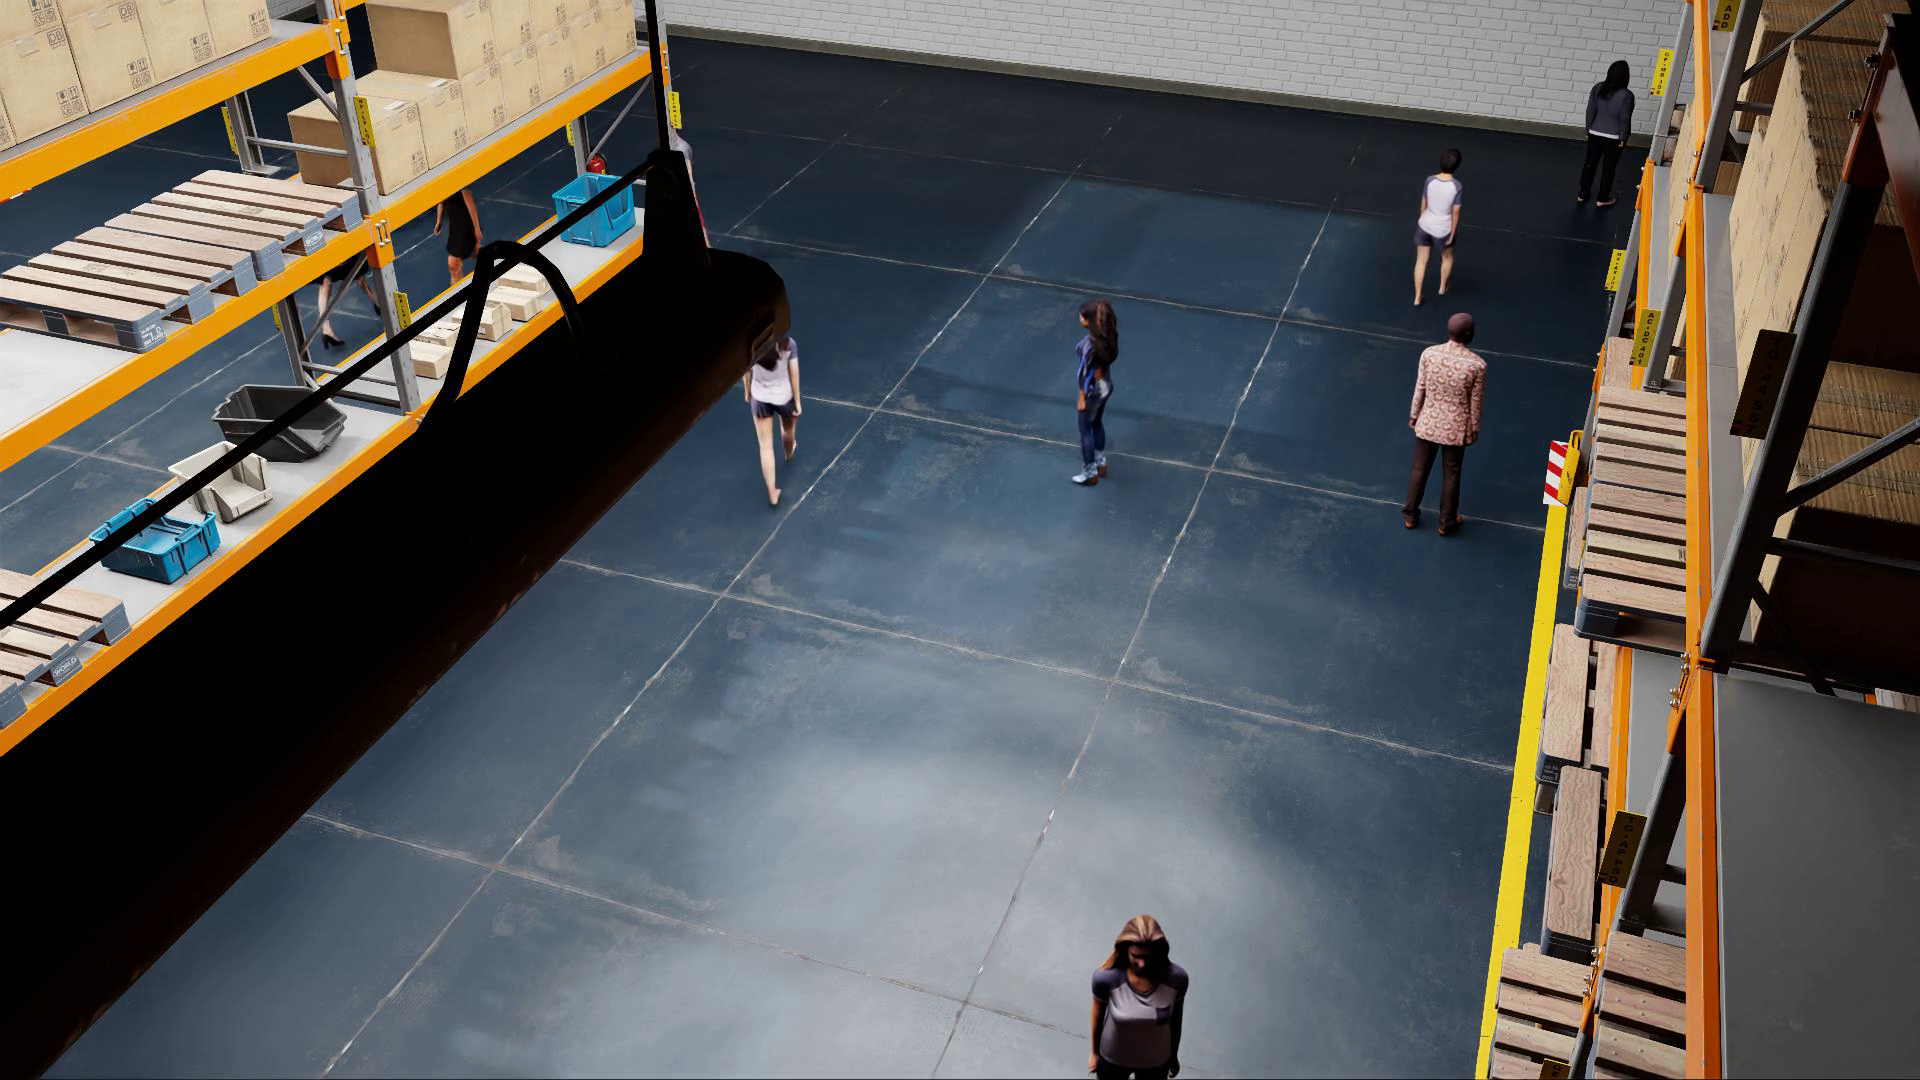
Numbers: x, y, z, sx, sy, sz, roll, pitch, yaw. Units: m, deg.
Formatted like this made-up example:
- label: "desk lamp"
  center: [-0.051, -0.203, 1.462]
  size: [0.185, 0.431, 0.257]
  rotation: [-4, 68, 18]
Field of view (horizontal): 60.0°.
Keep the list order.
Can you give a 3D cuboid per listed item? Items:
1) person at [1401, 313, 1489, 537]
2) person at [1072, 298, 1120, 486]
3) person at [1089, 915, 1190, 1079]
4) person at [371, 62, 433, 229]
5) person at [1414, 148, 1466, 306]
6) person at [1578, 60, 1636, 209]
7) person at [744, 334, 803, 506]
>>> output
- label: "person"
  center: [3.672, -0.872, 12.614]
  size: [0.720, 1.808, 0.647]
  rotation: [18, 37, 24]
- label: "person"
  center: [1.086, -1.193, 13.268]
  size: [0.696, 1.618, 0.523]
  rotation: [15, 36, 21]
- label: "person"
  center: [0.814, 2.379, 7.792]
  size: [0.653, 1.732, 0.638]
  rotation: [1, 34, 2]
- label: "person"
  center: [-5.947, -4.225, 17.712]
  size: [0.818, 1.749, 1.188]
  rotation: [19, 38, 26]
- label: "person"
  center: [4.579, -2.998, 16.048]
  size: [0.627, 1.546, 0.799]
  rotation: [16, 37, 23]
- label: "person"
  center: [7.083, -4.453, 18.192]
  size: [0.816, 1.597, 0.790]
  rotation: [-26, 41, -33]
- label: "person"
  center: [-1.481, -1.061, 13.032]
  size: [0.881, 1.661, 1.187]
  rotation: [0, 34, -1]
